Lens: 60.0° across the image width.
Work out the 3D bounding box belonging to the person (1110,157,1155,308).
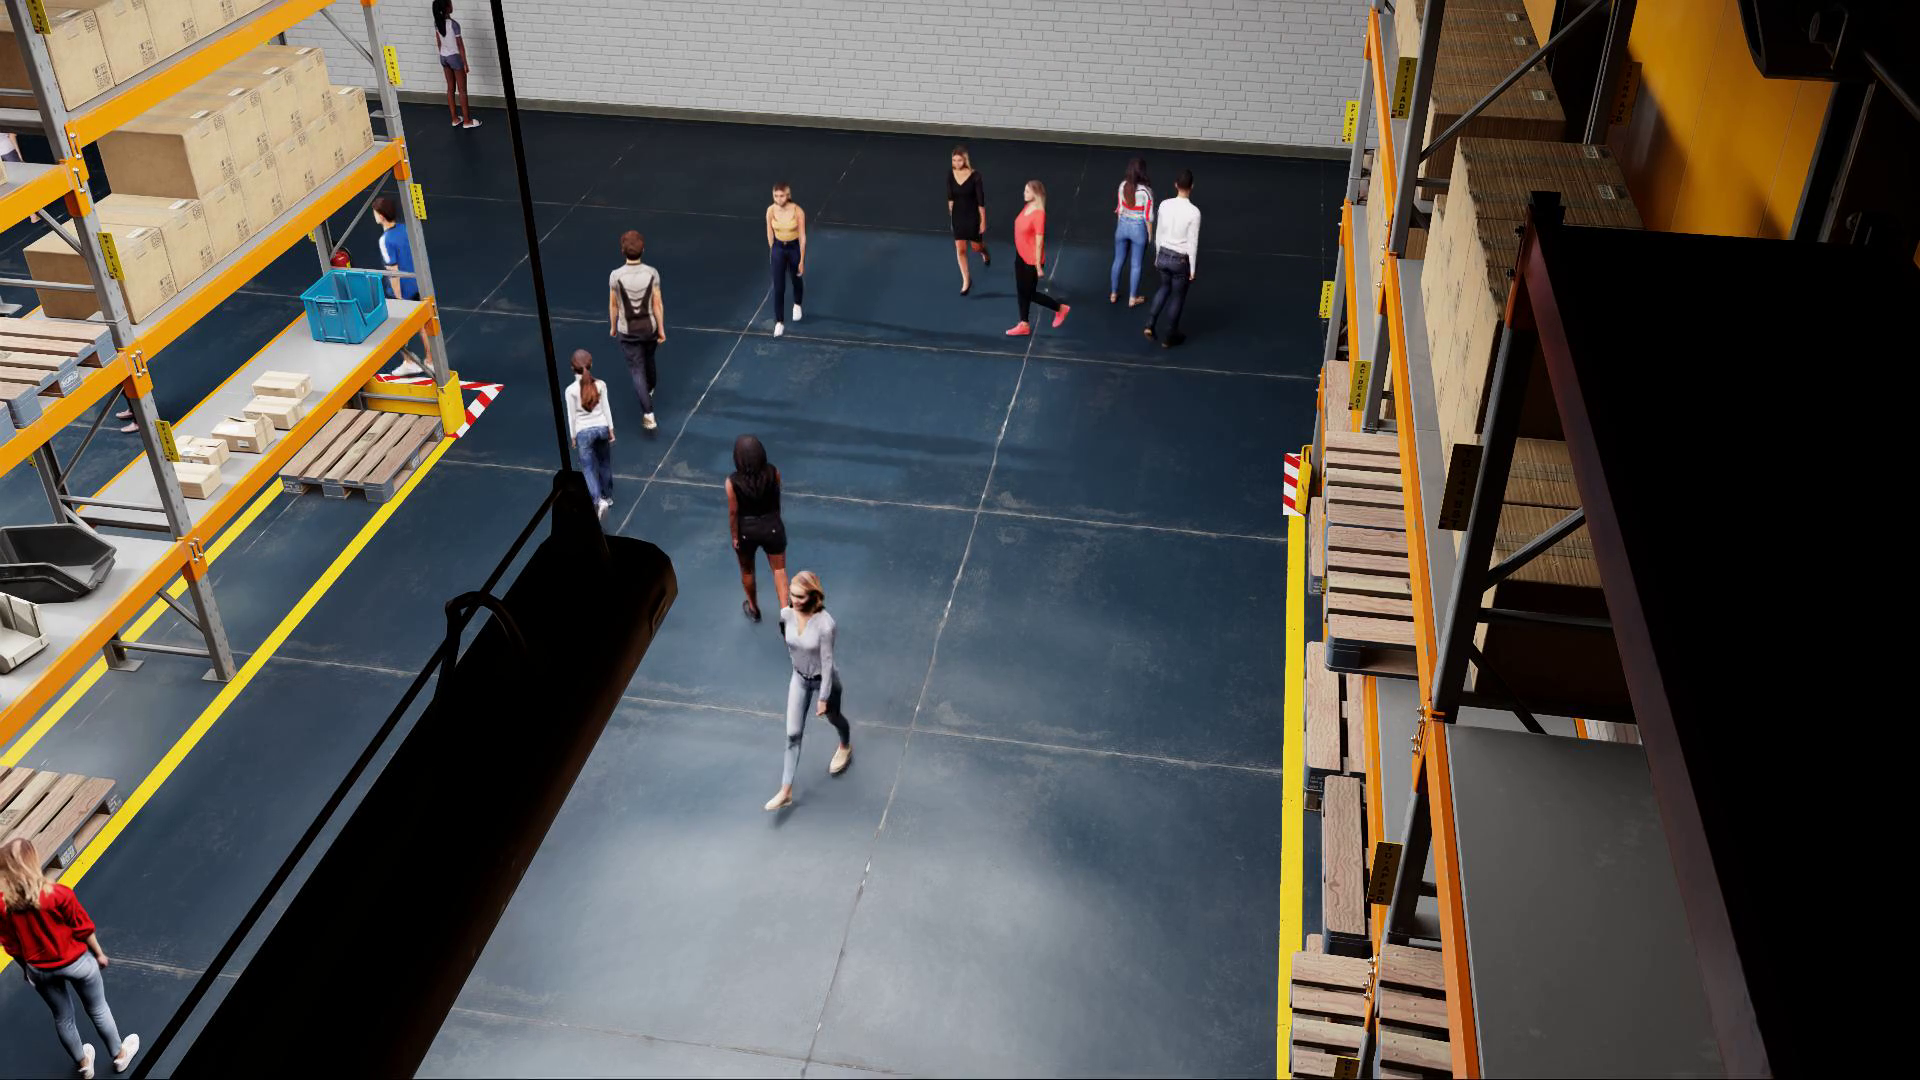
[{"bbox_3d":[1.825,-3.282,17.664,0.673,1.607,0.659,19,38,26],"label":"person"}]

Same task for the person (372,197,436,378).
[{"bbox_3d":[-5.328,-2.437,16.172,0.698,1.852,0.605,7,34,10],"label":"person"}]

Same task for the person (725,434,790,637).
[{"bbox_3d":[-1.496,-0.006,12.630,0.910,1.724,1.075,-13,36,-18],"label":"person"}]

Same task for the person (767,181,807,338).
[{"bbox_3d":[-1.749,-2.984,17.232,0.654,1.590,1.038,1,34,2],"label":"person"}]

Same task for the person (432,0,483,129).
[{"bbox_3d":[-6.782,-6.404,22.259,0.686,1.721,0.675,19,38,27],"label":"person"}]

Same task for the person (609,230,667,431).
[{"bbox_3d":[-2.963,-1.903,15.362,1.078,1.860,1.273,-14,36,-20],"label":"person"}]

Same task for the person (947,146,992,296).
[{"bbox_3d":[0.114,-3.467,17.902,0.767,1.653,0.956,12,36,18],"label":"person"}]

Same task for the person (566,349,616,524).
[{"bbox_3d":[-3.099,-0.863,14.088,0.841,1.537,0.983,-14,36,-20],"label":"person"}]

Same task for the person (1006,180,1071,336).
[{"bbox_3d":[0.799,-2.855,16.958,0.871,1.677,0.921,-8,35,-12],"label":"person"}]

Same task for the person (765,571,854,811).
[{"bbox_3d":[-0.915,0.925,11.204,0.894,1.753,1.216,18,38,25],"label":"person"}]

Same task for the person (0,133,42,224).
[{"bbox_3d":[-11.220,-4.536,19.461,0.639,1.707,0.598,-2,34,-3],"label":"person"}]

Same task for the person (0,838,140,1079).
[{"bbox_3d":[-4.950,2.323,9.143,0.684,1.705,0.653,-8,34,-12],"label":"person"}]

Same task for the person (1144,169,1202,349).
[{"bbox_3d":[2.104,-2.774,16.679,0.832,1.852,0.904,26,41,33],"label":"person"}]
